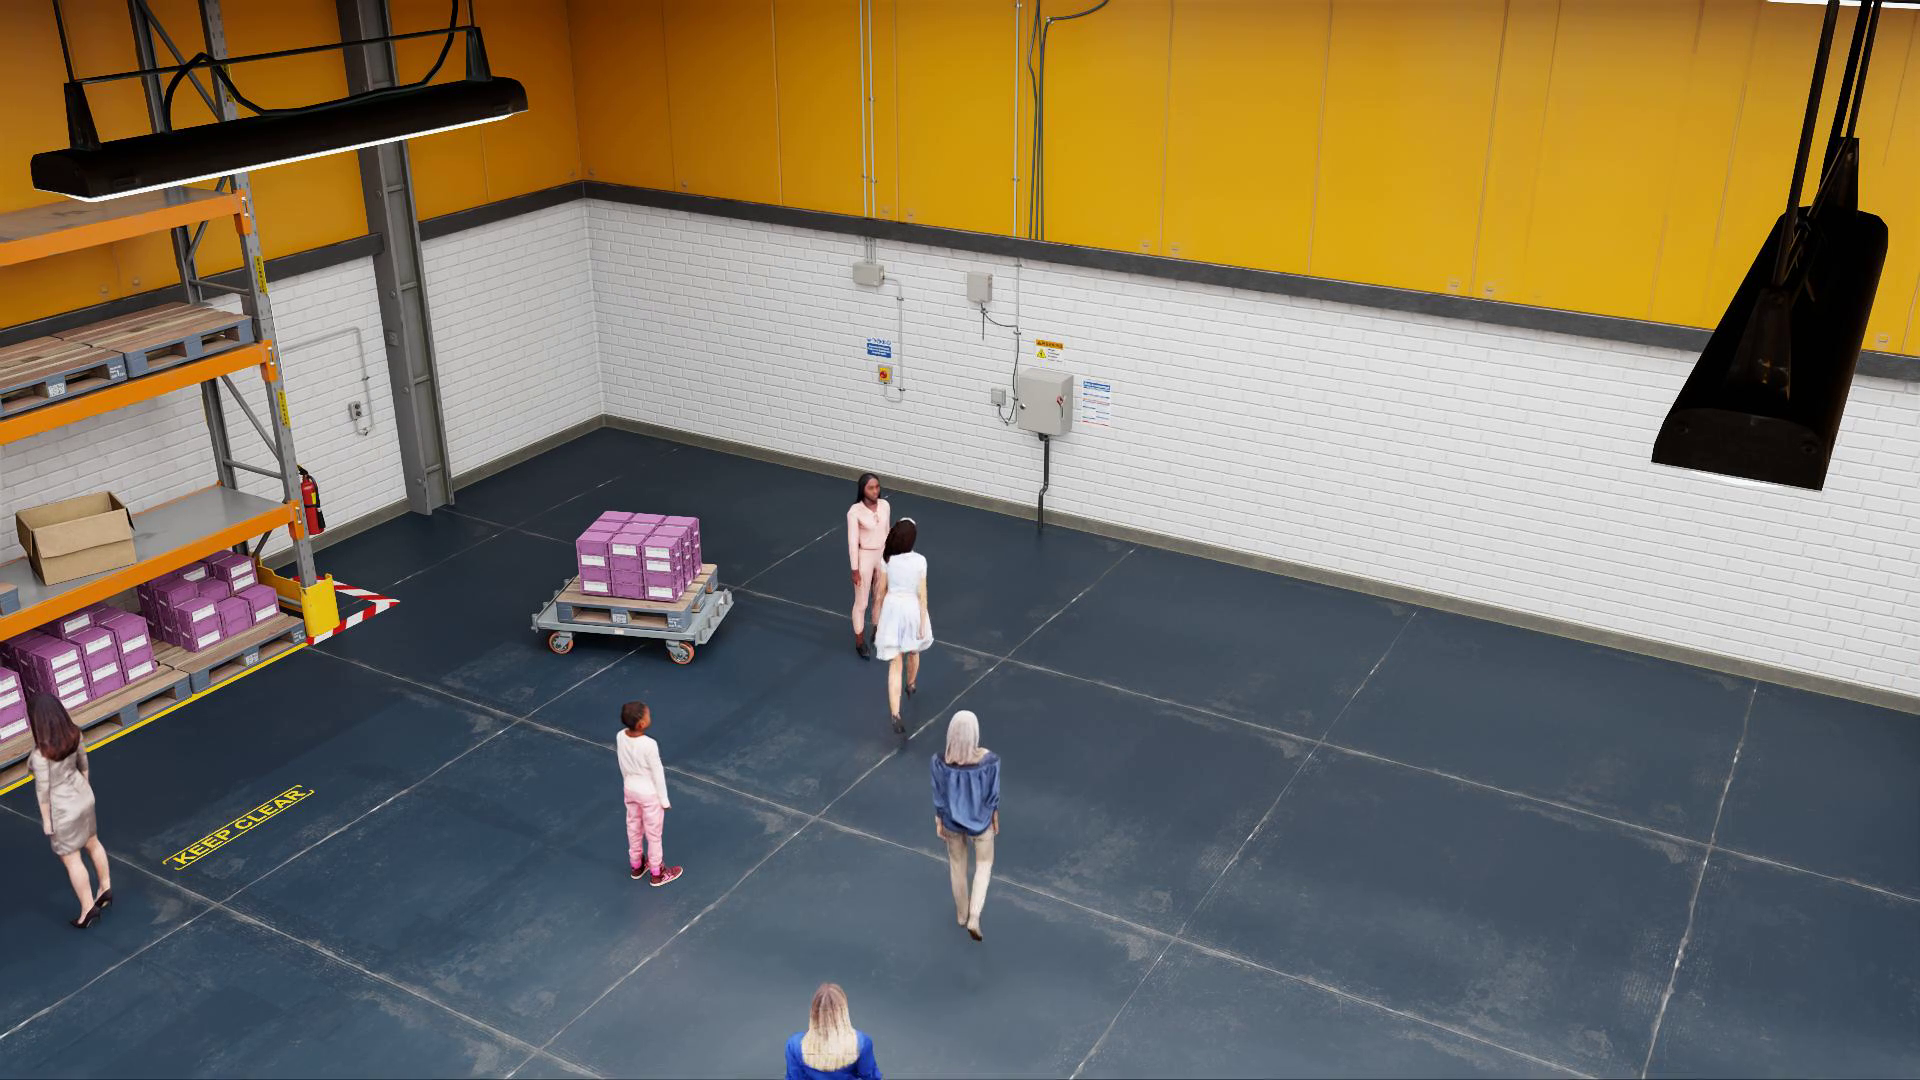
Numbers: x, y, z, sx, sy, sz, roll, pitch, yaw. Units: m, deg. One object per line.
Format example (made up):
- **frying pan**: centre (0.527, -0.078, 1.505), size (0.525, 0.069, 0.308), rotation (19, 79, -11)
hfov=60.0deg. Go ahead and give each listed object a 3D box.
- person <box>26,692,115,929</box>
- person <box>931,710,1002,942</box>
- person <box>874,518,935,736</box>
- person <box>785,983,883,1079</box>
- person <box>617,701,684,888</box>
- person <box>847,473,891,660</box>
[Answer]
- **person**: centre (-5.970, 1.811, 11.157), size (0.721, 1.746, 0.568), rotation (4, 24, 9)
- **person**: centre (0.050, 1.922, 10.979), size (0.835, 1.685, 0.994), rotation (2, 24, 5)
- **person**: centre (-0.474, 0.744, 13.574), size (0.939, 1.765, 1.284), rotation (3, 24, 7)
- **person**: centre (-0.653, 3.046, 8.446), size (1.023, 1.655, 1.226), rotation (0, 24, -1)
- **person**: centre (-2.222, 1.754, 11.667), size (0.546, 1.443, 0.510), rotation (15, 28, 30)
- **person**: centre (-0.801, 0.212, 14.846), size (0.587, 1.721, 0.741), rotation (-19, 30, -37)
